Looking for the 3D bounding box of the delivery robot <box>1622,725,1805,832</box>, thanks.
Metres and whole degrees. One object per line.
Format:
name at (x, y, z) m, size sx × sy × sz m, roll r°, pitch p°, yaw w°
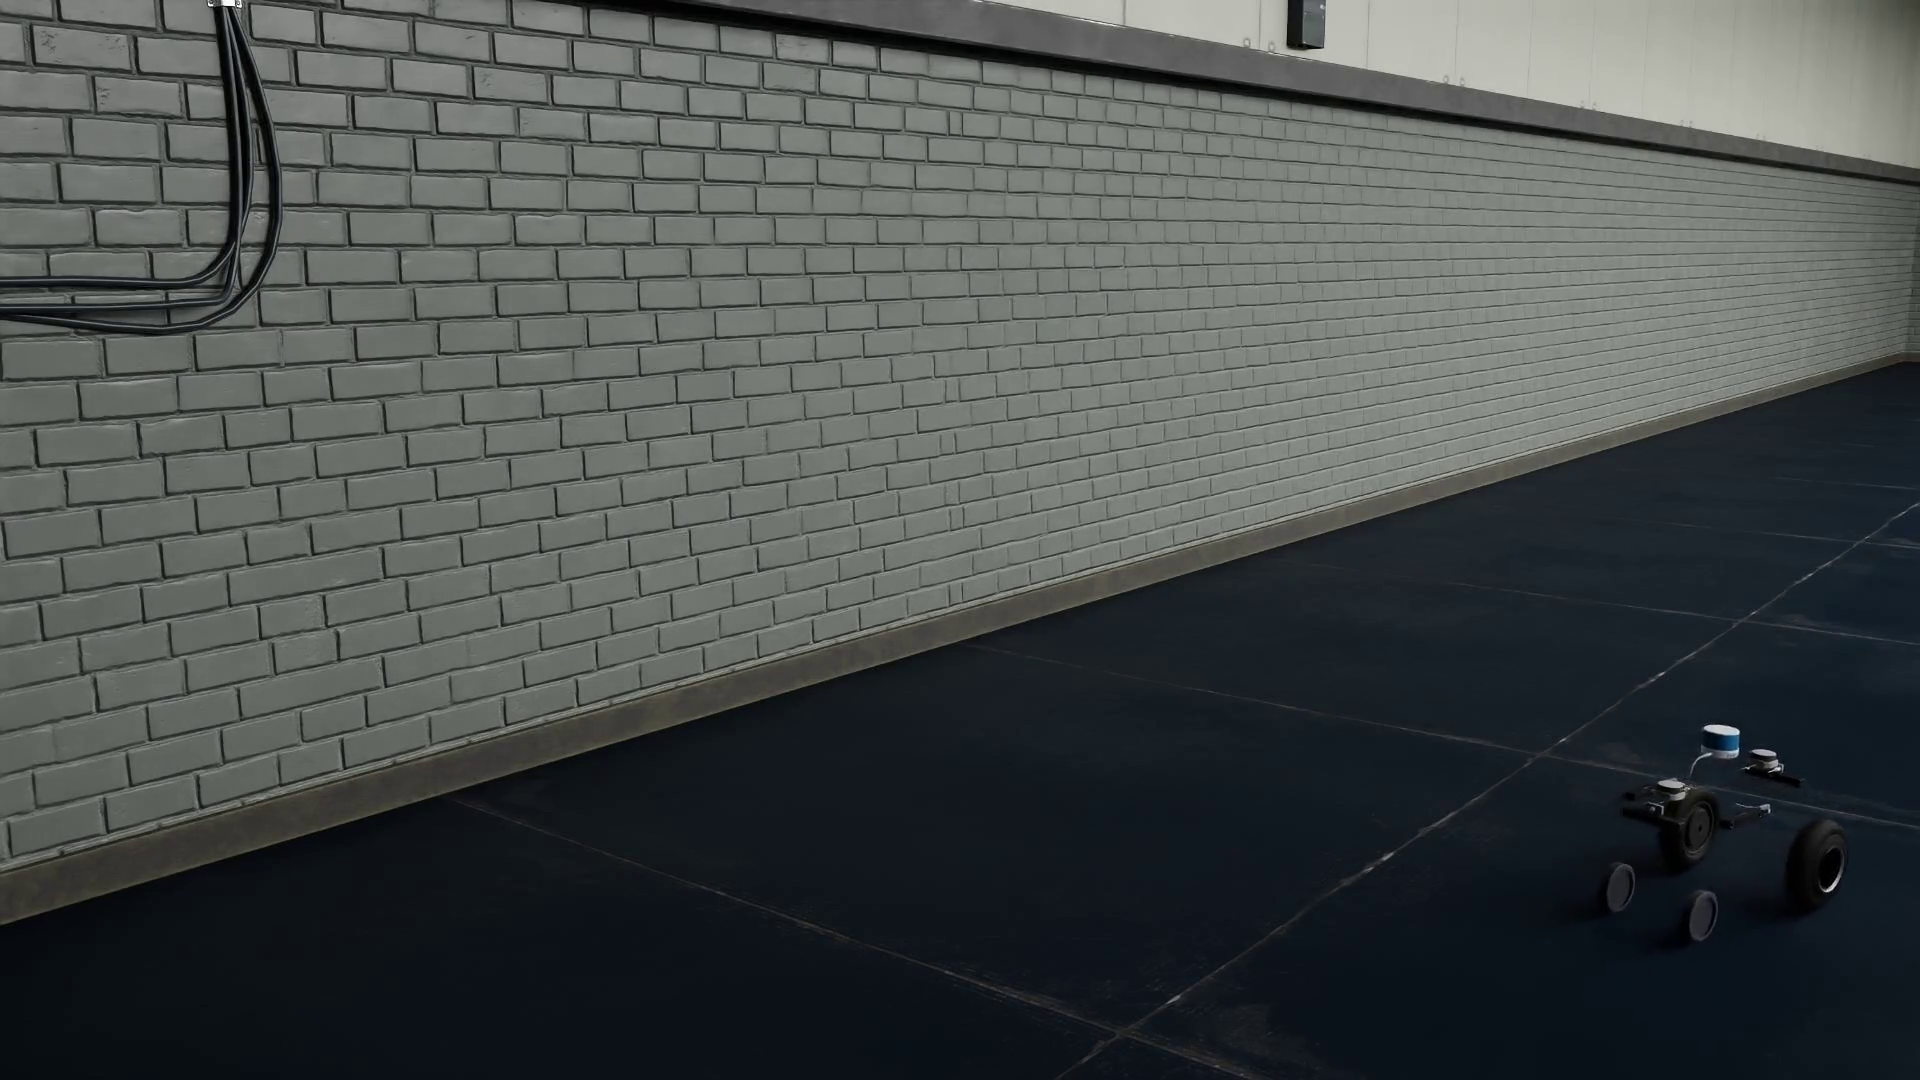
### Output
delivery robot at (2.287, 0.678, 5.011) m, size 0.698 × 0.223 × 0.335 m, roll -7°, pitch 13°, yaw -35°
